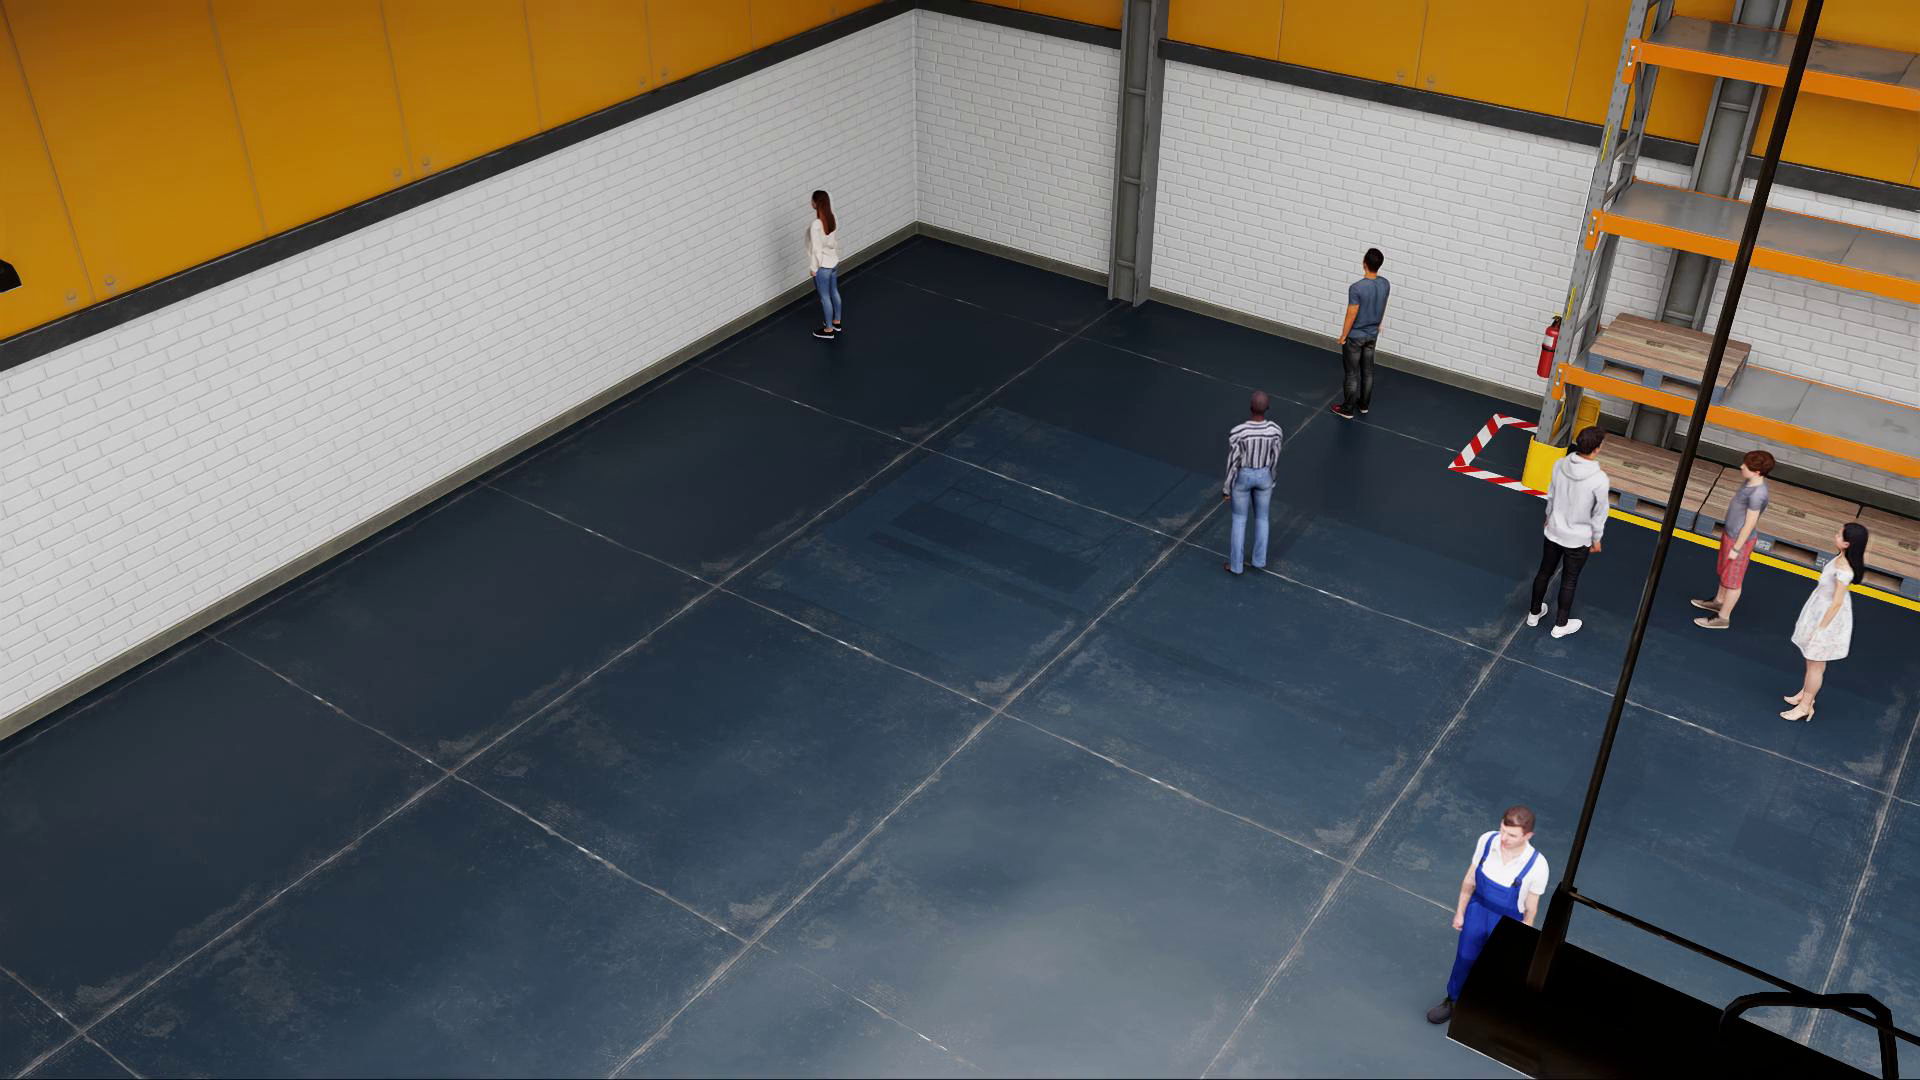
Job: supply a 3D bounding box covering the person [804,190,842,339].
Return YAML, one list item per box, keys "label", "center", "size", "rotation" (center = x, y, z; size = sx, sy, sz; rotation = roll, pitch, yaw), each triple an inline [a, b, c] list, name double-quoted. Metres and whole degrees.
- label: "person"
  center: [-1.494, -3.047, 18.334]
  size: [0.597, 1.691, 0.657]
  rotation: [15, 36, 21]

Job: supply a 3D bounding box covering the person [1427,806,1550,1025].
- label: "person"
  center: [3.262, 2.315, 10.123]
  size: [0.553, 1.850, 0.724]
  rotation: [29, 43, 36]

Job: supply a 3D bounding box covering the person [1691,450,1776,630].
- label: "person"
  center: [6.475, -0.018, 13.813]
  size: [0.625, 1.651, 0.638]
  rotation: [9, 35, 14]

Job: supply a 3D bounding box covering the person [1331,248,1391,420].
- label: "person"
  center: [4.060, -2.090, 16.787]
  size: [0.733, 1.809, 0.703]
  rotation: [-17, 37, -23]

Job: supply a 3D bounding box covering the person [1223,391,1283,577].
- label: "person"
  center: [2.520, -0.476, 14.373]
  size: [0.688, 1.794, 0.748]
  rotation: [-5, 34, -8]

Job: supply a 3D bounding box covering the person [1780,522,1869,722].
- label: "person"
  center: [6.617, 0.629, 12.730]
  size: [0.629, 1.773, 0.646]
  rotation: [19, 38, 27]

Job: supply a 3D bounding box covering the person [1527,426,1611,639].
- label: "person"
  center: [5.002, -0.077, 13.650]
  size: [0.786, 1.930, 0.615]
  rotation: [-27, 42, -34]
